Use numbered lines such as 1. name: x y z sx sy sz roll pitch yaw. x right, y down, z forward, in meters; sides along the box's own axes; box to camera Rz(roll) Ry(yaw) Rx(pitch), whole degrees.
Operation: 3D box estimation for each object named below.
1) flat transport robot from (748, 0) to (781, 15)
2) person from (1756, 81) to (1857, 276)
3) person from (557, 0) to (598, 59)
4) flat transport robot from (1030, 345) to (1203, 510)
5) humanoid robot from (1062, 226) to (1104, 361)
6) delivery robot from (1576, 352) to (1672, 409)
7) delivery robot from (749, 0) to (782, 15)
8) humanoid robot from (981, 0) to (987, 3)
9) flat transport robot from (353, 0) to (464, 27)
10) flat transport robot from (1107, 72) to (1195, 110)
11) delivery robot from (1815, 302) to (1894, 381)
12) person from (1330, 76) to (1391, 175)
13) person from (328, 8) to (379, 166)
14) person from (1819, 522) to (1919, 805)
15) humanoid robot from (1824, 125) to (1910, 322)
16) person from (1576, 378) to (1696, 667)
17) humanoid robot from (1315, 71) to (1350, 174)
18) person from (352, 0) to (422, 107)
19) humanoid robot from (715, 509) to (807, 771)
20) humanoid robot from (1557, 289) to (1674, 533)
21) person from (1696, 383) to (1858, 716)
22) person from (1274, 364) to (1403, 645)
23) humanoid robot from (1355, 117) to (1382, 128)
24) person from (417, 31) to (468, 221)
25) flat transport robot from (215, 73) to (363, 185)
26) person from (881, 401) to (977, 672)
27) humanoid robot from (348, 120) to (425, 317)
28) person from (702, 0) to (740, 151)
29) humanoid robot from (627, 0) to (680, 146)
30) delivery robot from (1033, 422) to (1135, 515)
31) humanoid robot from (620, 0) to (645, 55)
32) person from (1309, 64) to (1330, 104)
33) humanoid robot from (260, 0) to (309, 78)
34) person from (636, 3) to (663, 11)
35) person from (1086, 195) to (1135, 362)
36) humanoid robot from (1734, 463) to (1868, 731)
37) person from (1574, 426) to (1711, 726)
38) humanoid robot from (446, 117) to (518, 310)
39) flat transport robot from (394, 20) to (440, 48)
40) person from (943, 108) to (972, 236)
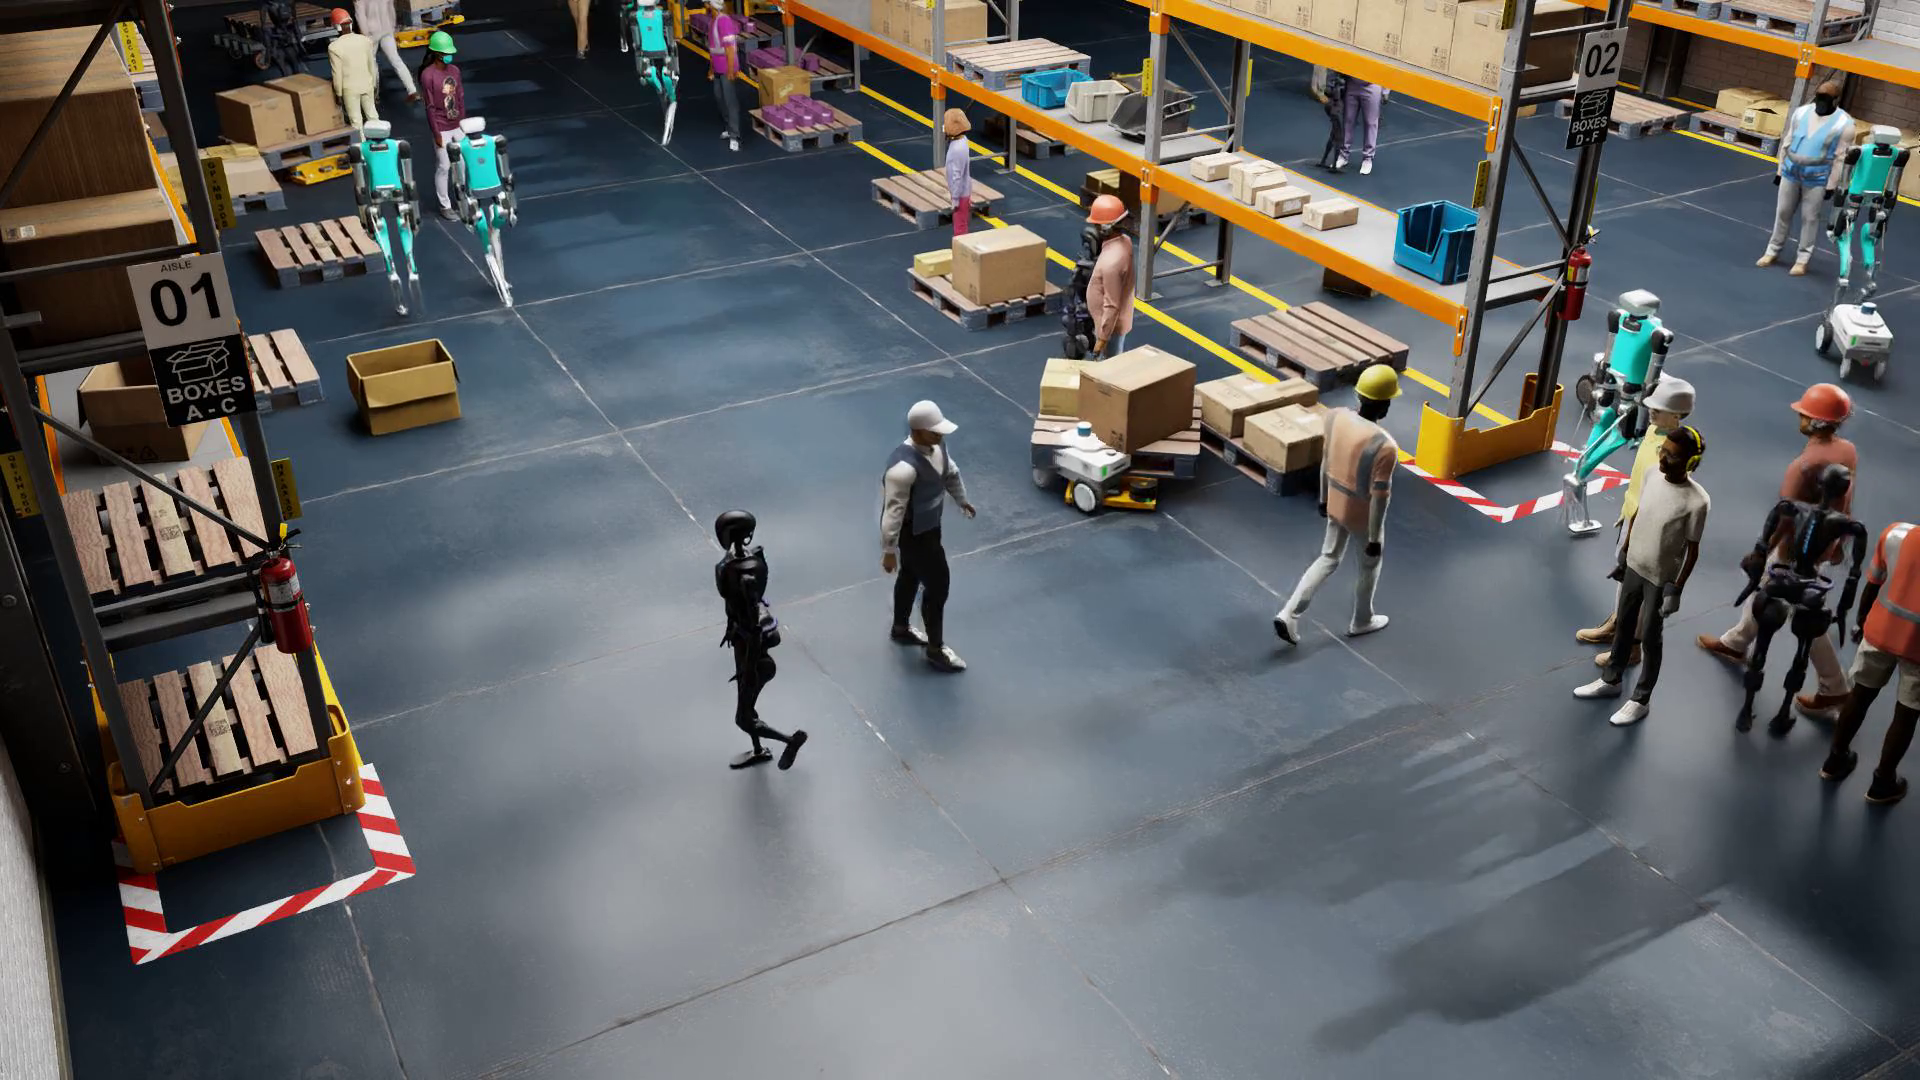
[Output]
1. flat transport robot: -2.746 -8.386 26.007 1.431 0.231 0.659 -3 30 -5
2. person: 8.066 -3.450 15.843 0.429 1.838 0.625 -21 36 -32
3. person: -5.348 -7.594 23.189 0.574 1.690 0.881 1 30 2
4. flat transport robot: 1.192 -0.651 12.543 0.659 0.231 1.431 5 30 8
5. humanoid robot: 1.003 -1.625 12.828 0.493 1.645 0.589 21 36 32
6. delivery robot: 5.361 -1.234 13.269 0.499 0.592 0.791 -10 31 -17
7. delivery robot: -2.966 -8.459 25.866 0.815 0.614 0.499 -4 30 -8
8. humanoid robot: 0.100 -9.117 25.910 0.768 1.630 0.595 -9 31 -16
9. flat transport robot: -8.195 -7.757 24.913 0.659 0.231 1.431 17 34 27
10. flat transport robot: 2.436 -5.780 21.471 0.659 0.231 1.431 -9 31 -15
11. delivery robot: 7.644 -1.722 14.140 0.499 0.614 0.817 6 30 11
12. person: 4.498 -5.058 18.572 0.651 1.906 0.412 17 34 27
13. person: -6.867 -5.142 18.873 0.332 1.747 0.560 21 36 31
14. person: 5.032 0.531 8.796 0.378 1.953 0.614 -21 36 -32
15. humanoid robot: 7.973 -2.696 14.628 0.553 1.789 0.679 1 30 2
16. person: 4.112 -0.105 9.967 0.386 1.893 0.470 -2 30 -4
17. humanoid robot: 4.269 -4.949 18.623 0.380 1.652 0.583 15 33 24
18. person: -7.309 -6.418 20.953 0.996 1.897 0.647 17 34 27
19. humanoid robot: -1.102 0.540 9.054 0.437 1.641 0.596 -11 32 -18
20. humanoid robot: 4.335 -0.753 11.368 0.714 1.910 0.551 -11 32 -18
21. person: 4.969 0.047 9.666 0.628 1.942 1.002 -23 37 -34
22. person: 2.357 -0.183 10.092 0.813 1.896 0.591 -17 34 -28
23. humanoid robot: 4.906 -5.842 20.180 0.598 1.641 0.391 -25 38 -36
24. person: -5.280 -4.274 17.186 0.450 1.935 0.484 19 35 29
25. flat transport robot: -7.574 -4.325 18.938 1.431 0.231 0.659 22 36 33
26. person: -0.152 -0.052 10.032 0.724 1.733 0.766 11 32 18
27. humanoid robot: -5.038 -2.750 14.779 0.542 1.838 0.683 -10 31 -16
28. person: -2.754 -5.500 19.437 0.333 1.818 0.683 -13 32 -21
29. humanoid robot: -3.533 -5.654 19.813 0.553 1.791 0.918 3 30 5
30. delivery robot: 0.911 -0.558 12.112 0.815 0.612 0.499 26 39 38
31. humanoid robot: -4.616 -7.640 23.259 0.543 1.785 0.918 -15 33 -25
32. person: 4.714 -6.486 21.094 0.610 1.866 0.719 -14 33 -23
33. humanoid robot: -8.525 -6.188 20.796 0.560 1.650 0.609 16 34 26
34. person: -4.917 -9.150 25.761 0.429 1.844 0.626 -19 35 -30
35. person: 1.110 -1.631 12.528 0.387 1.986 0.608 6 30 11
36. humanoid robot: 4.738 0.338 9.427 0.610 1.649 0.381 22 36 33
37. person: 3.914 0.194 9.462 0.329 1.876 0.505 -11 32 -19
38. humanoid robot: -4.354 -3.039 15.236 0.567 1.762 0.932 -12 32 -20
39. flat transport robot: -8.180 -7.468 24.410 0.659 0.231 1.431 -21 36 -32
40. person: -0.028 -3.264 15.727 0.288 1.627 0.498 -1 30 -1
